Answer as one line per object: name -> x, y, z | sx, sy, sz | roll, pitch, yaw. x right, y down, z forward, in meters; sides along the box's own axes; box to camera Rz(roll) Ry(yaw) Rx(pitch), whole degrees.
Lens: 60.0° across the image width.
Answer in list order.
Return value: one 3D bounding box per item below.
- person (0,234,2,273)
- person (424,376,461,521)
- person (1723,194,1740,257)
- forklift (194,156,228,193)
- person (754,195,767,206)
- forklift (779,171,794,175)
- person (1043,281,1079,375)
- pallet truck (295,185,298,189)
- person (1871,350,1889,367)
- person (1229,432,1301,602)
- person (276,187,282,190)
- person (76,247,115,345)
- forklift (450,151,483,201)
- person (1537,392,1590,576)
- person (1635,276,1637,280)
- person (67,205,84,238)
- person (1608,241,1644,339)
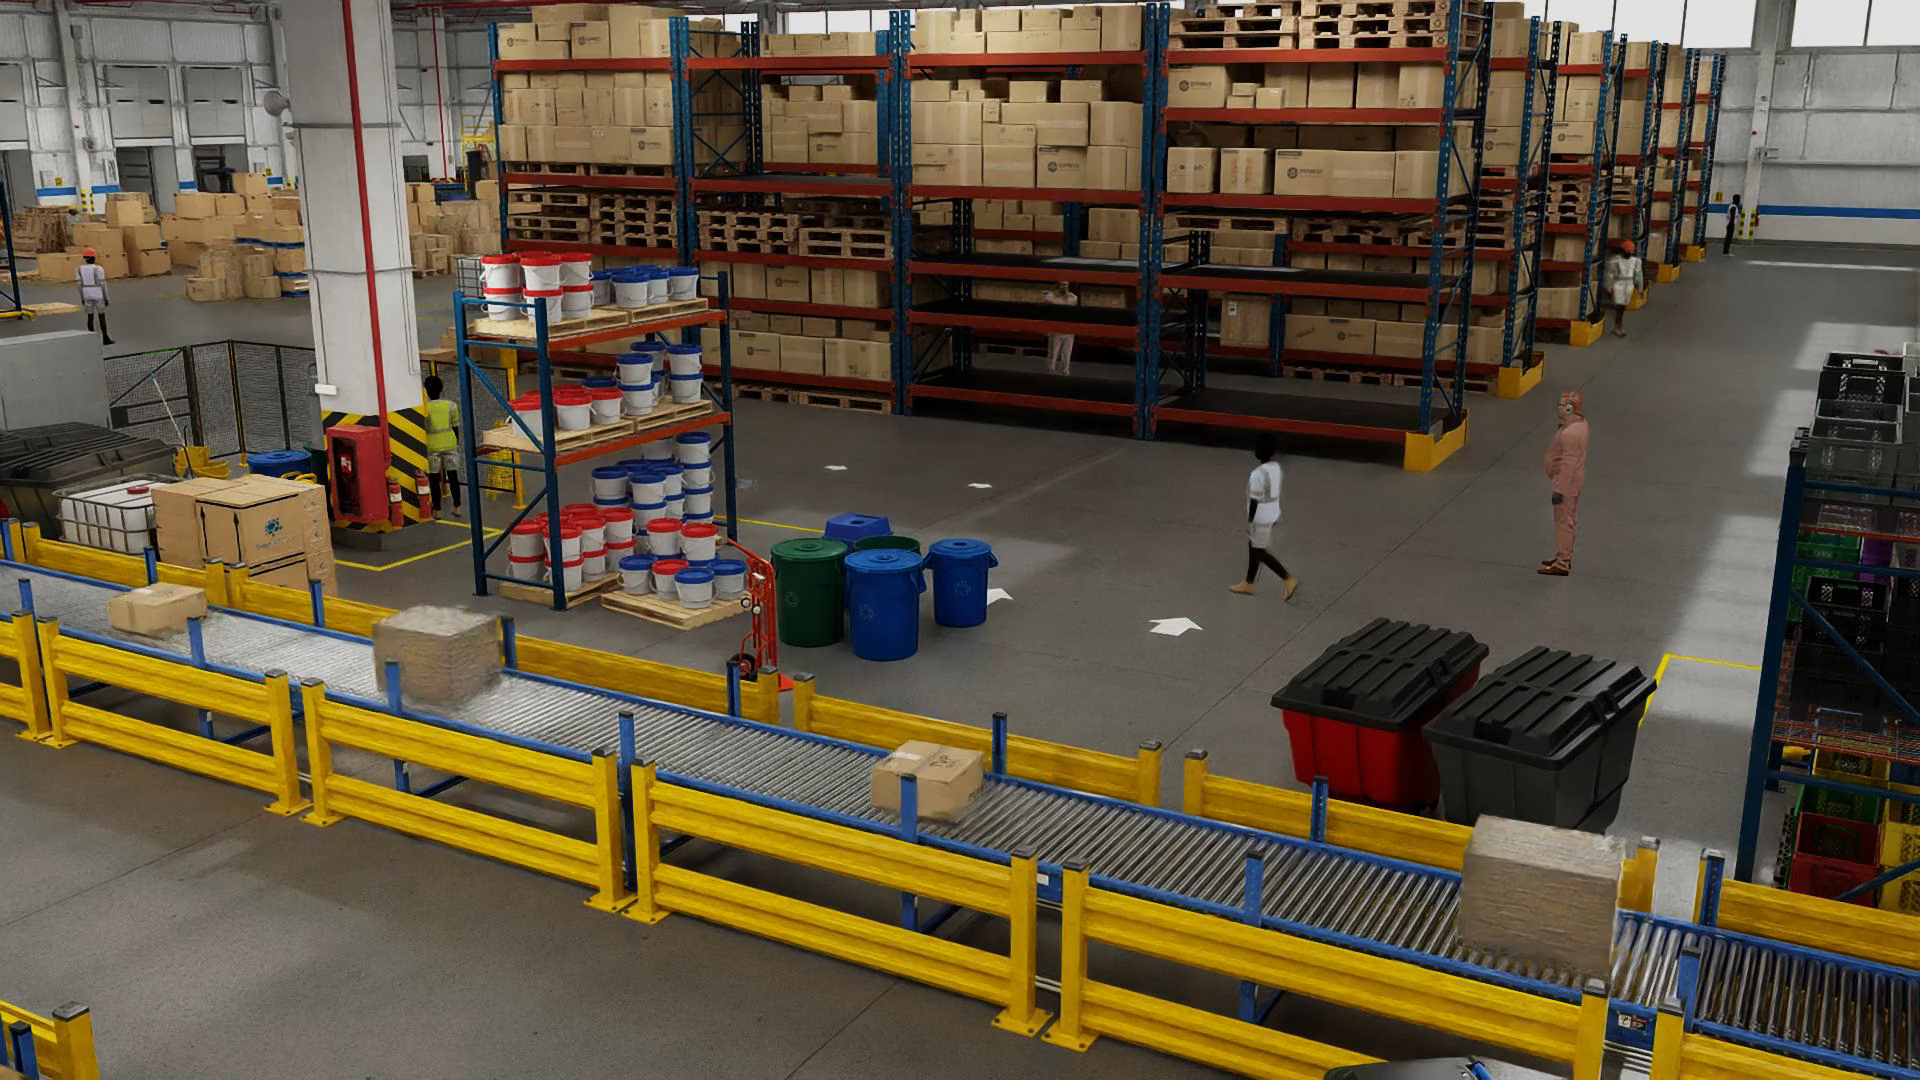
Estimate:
person -> -27.317, -8.456, 46.869 | 0.516, 1.843, 0.327 | -5, 16, -20
person -> -6.076, -1.074, 19.400 | 0.534, 1.699, 0.318 | -12, 19, -39
person -> 24.000, -9.791, 51.755 | 0.393, 1.916, 0.590 | 6, 16, 20
forklift -> -26.295, -12.105, 58.608 | 1.129, 2.768, 1.873 | -11, 18, -35
person -> -6.196, -9.911, 52.245 | 0.633, 1.886, 0.840 | 1, 15, 4
forklift -> -6.439, -13.038, 62.112 | 1.873, 2.768, 1.129 | 3, 15, 12
person -> 1.729, -3.513, 28.171 | 0.644, 1.907, 0.399 | -6, 16, -21
pallet truck -> -26.804, -14.617, 69.738 | 1.885, 1.965, 0.823 | -14, 20, -42
person -> 12.333, -1.742, 22.148 | 0.908, 1.575, 0.507 | 9, 17, 31
person -> 3.016, -0.221, 16.240 | 0.719, 1.670, 0.536 | 9, 17, 30
person -> -25.167, -12.304, 61.771 | 0.550, 1.604, 0.771 | 9, 17, 31
person -> -17.259, -4.854, 33.151 | 0.547, 1.938, 0.378 | 0, 15, 0
forklift -> -18.740, -13.643, 64.388 | 1.873, 2.768, 1.129 | 0, 15, 1
person -> 6.224, -0.584, 17.158 | 0.407, 1.910, 0.638 | 8, 17, 27
person -> 17.368, -7.423, 43.469 | 0.862, 1.580, 0.496 | 10, 18, 33
person -> -26.571, -9.196, 49.934 | 0.503, 1.695, 0.884 | 3, 15, 10
person -> 13.659, -5.134, 34.143 | 0.640, 1.974, 1.074 | 1, 15, 6
